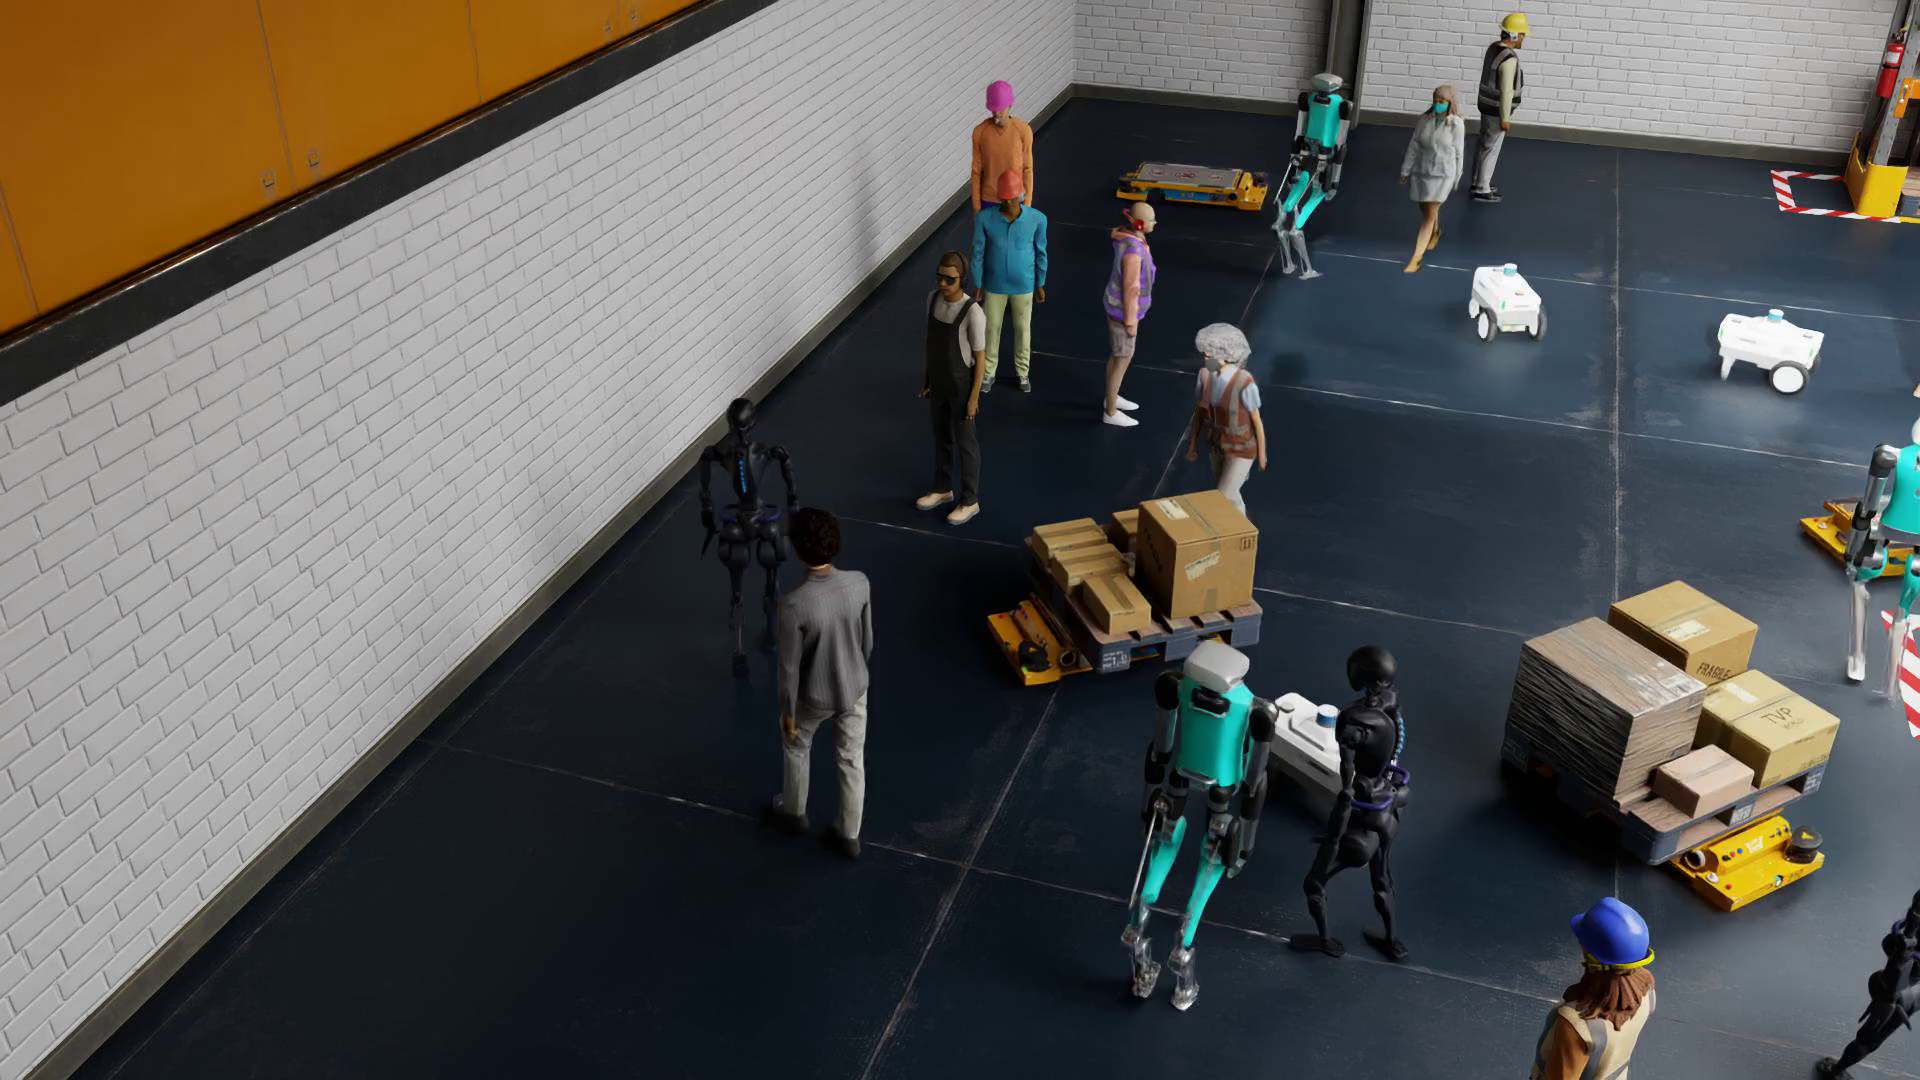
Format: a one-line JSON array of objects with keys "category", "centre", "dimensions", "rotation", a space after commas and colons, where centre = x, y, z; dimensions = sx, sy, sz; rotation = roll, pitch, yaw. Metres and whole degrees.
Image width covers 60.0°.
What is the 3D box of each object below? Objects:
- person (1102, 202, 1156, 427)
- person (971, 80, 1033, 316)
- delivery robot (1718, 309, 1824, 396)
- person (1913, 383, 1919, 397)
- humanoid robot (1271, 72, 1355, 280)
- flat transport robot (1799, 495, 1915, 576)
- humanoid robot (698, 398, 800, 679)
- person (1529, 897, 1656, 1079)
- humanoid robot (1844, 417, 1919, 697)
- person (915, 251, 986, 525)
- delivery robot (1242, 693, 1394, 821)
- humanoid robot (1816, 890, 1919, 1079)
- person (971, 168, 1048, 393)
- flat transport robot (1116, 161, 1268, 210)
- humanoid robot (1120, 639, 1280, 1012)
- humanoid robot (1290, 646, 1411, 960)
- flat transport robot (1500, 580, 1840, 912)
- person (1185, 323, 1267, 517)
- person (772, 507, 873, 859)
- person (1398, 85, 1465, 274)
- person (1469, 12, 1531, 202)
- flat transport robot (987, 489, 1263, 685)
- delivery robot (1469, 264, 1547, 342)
[{"category": "person", "centre": [1.210, -1.630, 12.006], "dimensions": [0.364, 1.680, 0.485], "rotation": [1, 30, 2]}, {"category": "person", "centre": [0.343, -2.819, 13.750], "dimensions": [0.516, 1.972, 0.404], "rotation": [4, 31, 6]}, {"category": "delivery robot", "centre": [6.274, -1.467, 12.858], "dimensions": [0.784, 0.613, 0.522], "rotation": [20, 36, 30]}, {"category": "person", "centre": [7.501, -1.866, 12.235], "dimensions": [0.395, 1.862, 0.507], "rotation": [-23, 38, -34]}, {"category": "humanoid robot", "centre": [2.983, -3.137, 14.472], "dimensions": [0.534, 1.736, 0.722], "rotation": [26, 39, 37]}, {"category": "flat transport robot", "centre": [6.263, -0.051, 10.713], "dimensions": [1.431, 0.231, 0.659], "rotation": [-5, 31, -8]}, {"category": "humanoid robot", "centre": [-1.170, -0.015, 9.270], "dimensions": [0.600, 1.634, 0.590], "rotation": [0, 30, 0]}, {"category": "person", "centre": [2.138, 1.955, 5.811], "dimensions": [0.459, 1.778, 0.306], "rotation": [-20, 36, -30]}, {"category": "humanoid robot", "centre": [5.121, 0.079, 9.116], "dimensions": [0.538, 1.837, 0.774], "rotation": [14, 33, 23]}, {"category": "person", "centre": [-0.057, -0.987, 10.749], "dimensions": [0.345, 1.846, 0.505], "rotation": [-26, 39, -37]}, {"category": "delivery robot", "centre": [1.825, 1.105, 8.482], "dimensions": [0.499, 0.614, 0.812], "rotation": [-21, 36, -32]}, {"category": "humanoid robot", "centre": [3.788, 1.692, 6.381], "dimensions": [0.584, 1.632, 0.696], "rotation": [-9, 32, -15]}, {"category": "person", "centre": [0.367, -1.929, 12.441], "dimensions": [0.572, 1.748, 0.341], "rotation": [1, 30, 2]}, {"category": "flat transport robot", "centre": [2.331, -3.543, 16.653], "dimensions": [1.431, 0.231, 0.659], "rotation": [8, 31, 13]}, {"category": "humanoid robot", "centre": [0.916, 1.309, 6.937], "dimensions": [0.531, 1.781, 0.732], "rotation": [17, 35, 27]}, {"category": "humanoid robot", "centre": [1.771, 1.190, 7.216], "dimensions": [0.490, 1.639, 0.593], "rotation": [20, 36, 30]}, {"category": "flat transport robot", "centre": [3.549, 1.288, 8.435], "dimensions": [0.659, 0.231, 1.431], "rotation": [-16, 34, -25]}, {"category": "person", "centre": [1.620, -0.551, 10.182], "dimensions": [0.720, 1.648, 0.471], "rotation": [-22, 37, -32]}, {"category": "person", "centre": [-0.673, 0.643, 7.942], "dimensions": [0.557, 1.878, 0.676], "rotation": [-14, 33, -23]}, {"category": "person", "centre": [4.233, -3.273, 14.861], "dimensions": [0.502, 1.617, 0.889], "rotation": [22, 37, 33]}, {"category": "person", "centre": [5.275, -4.239, 16.306], "dimensions": [0.403, 1.823, 0.594], "rotation": [0, 30, 0]}, {"category": "flat transport robot", "centre": [0.940, 0.488, 9.795], "dimensions": [1.431, 0.231, 0.659], "rotation": [-10, 32, -16]}, {"category": "delivery robot", "centre": [4.495, -1.960, 13.690], "dimensions": [0.499, 0.608, 0.786], "rotation": [-2, 31, -3]}]
